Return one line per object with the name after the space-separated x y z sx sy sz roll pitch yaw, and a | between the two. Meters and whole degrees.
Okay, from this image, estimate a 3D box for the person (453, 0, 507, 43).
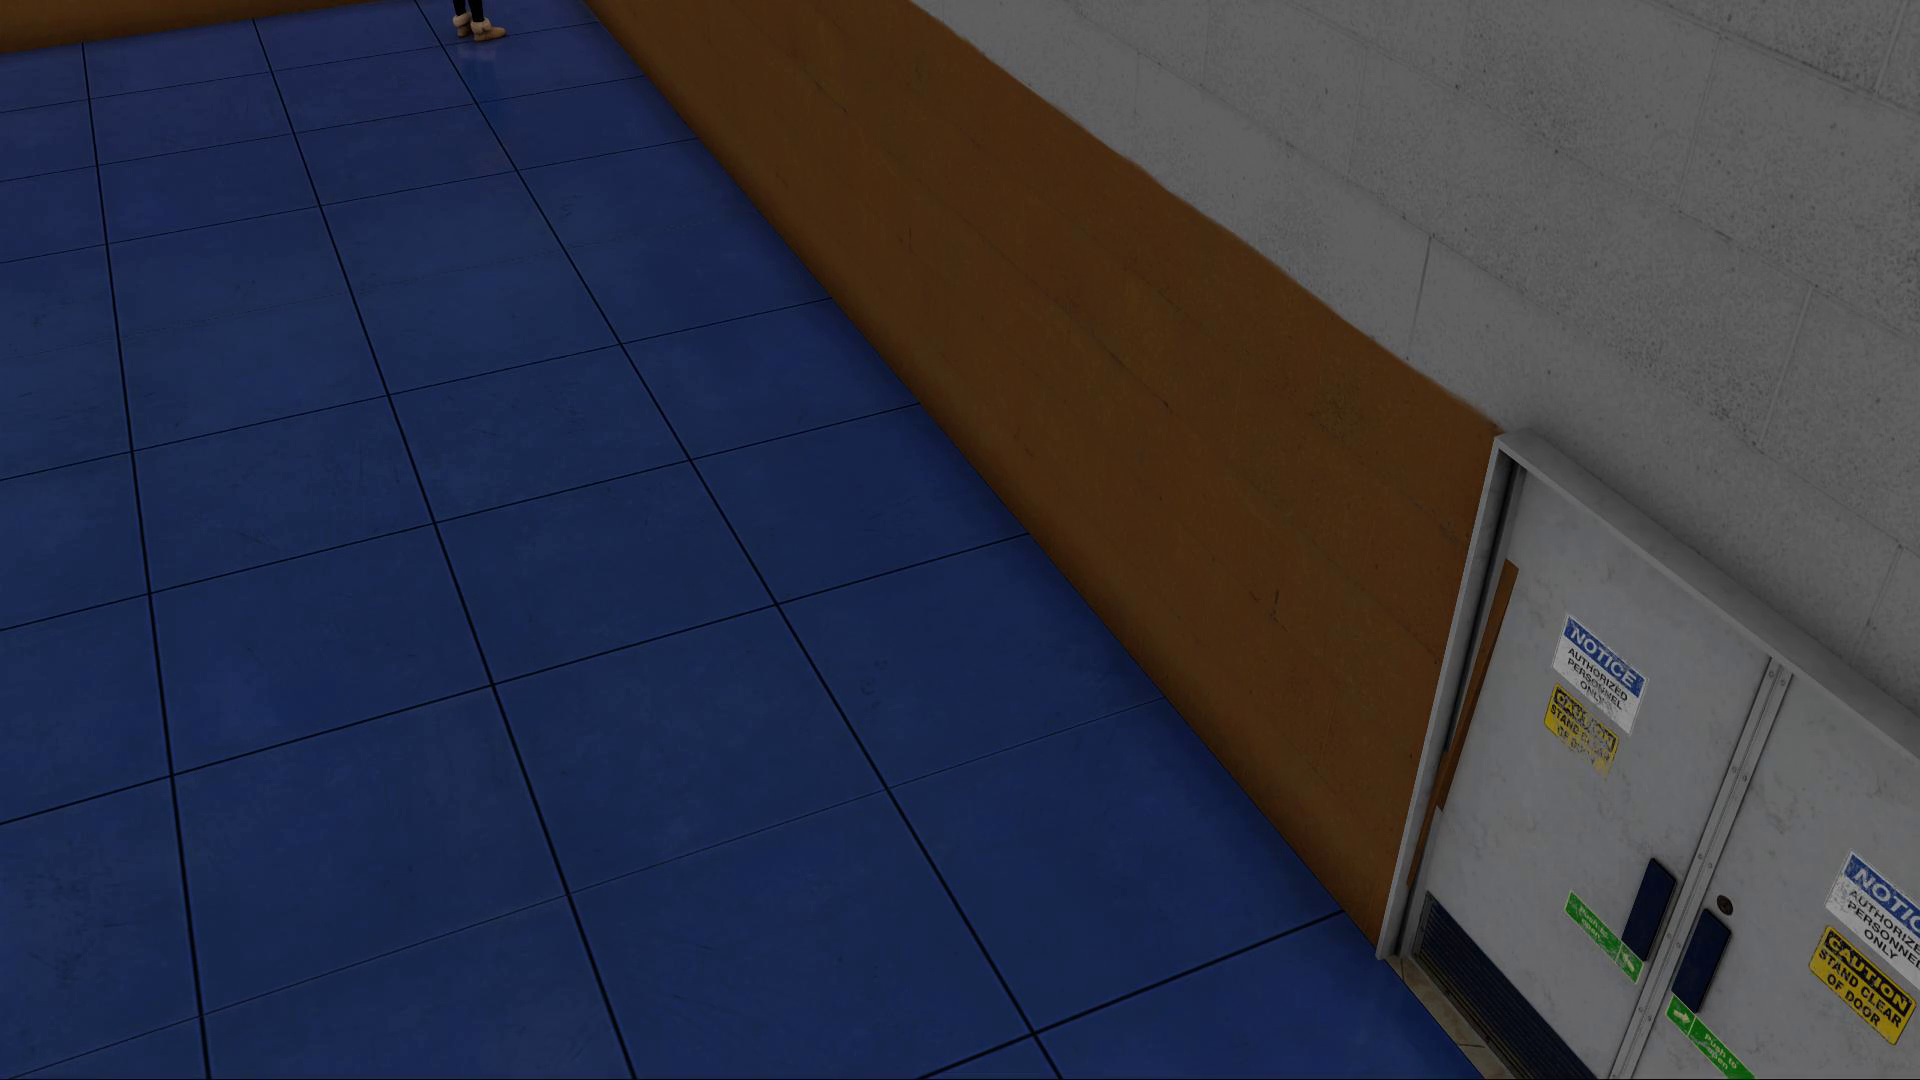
-4.004 -4.850 13.300 0.684 1.659 0.691 24 43 29 | person
